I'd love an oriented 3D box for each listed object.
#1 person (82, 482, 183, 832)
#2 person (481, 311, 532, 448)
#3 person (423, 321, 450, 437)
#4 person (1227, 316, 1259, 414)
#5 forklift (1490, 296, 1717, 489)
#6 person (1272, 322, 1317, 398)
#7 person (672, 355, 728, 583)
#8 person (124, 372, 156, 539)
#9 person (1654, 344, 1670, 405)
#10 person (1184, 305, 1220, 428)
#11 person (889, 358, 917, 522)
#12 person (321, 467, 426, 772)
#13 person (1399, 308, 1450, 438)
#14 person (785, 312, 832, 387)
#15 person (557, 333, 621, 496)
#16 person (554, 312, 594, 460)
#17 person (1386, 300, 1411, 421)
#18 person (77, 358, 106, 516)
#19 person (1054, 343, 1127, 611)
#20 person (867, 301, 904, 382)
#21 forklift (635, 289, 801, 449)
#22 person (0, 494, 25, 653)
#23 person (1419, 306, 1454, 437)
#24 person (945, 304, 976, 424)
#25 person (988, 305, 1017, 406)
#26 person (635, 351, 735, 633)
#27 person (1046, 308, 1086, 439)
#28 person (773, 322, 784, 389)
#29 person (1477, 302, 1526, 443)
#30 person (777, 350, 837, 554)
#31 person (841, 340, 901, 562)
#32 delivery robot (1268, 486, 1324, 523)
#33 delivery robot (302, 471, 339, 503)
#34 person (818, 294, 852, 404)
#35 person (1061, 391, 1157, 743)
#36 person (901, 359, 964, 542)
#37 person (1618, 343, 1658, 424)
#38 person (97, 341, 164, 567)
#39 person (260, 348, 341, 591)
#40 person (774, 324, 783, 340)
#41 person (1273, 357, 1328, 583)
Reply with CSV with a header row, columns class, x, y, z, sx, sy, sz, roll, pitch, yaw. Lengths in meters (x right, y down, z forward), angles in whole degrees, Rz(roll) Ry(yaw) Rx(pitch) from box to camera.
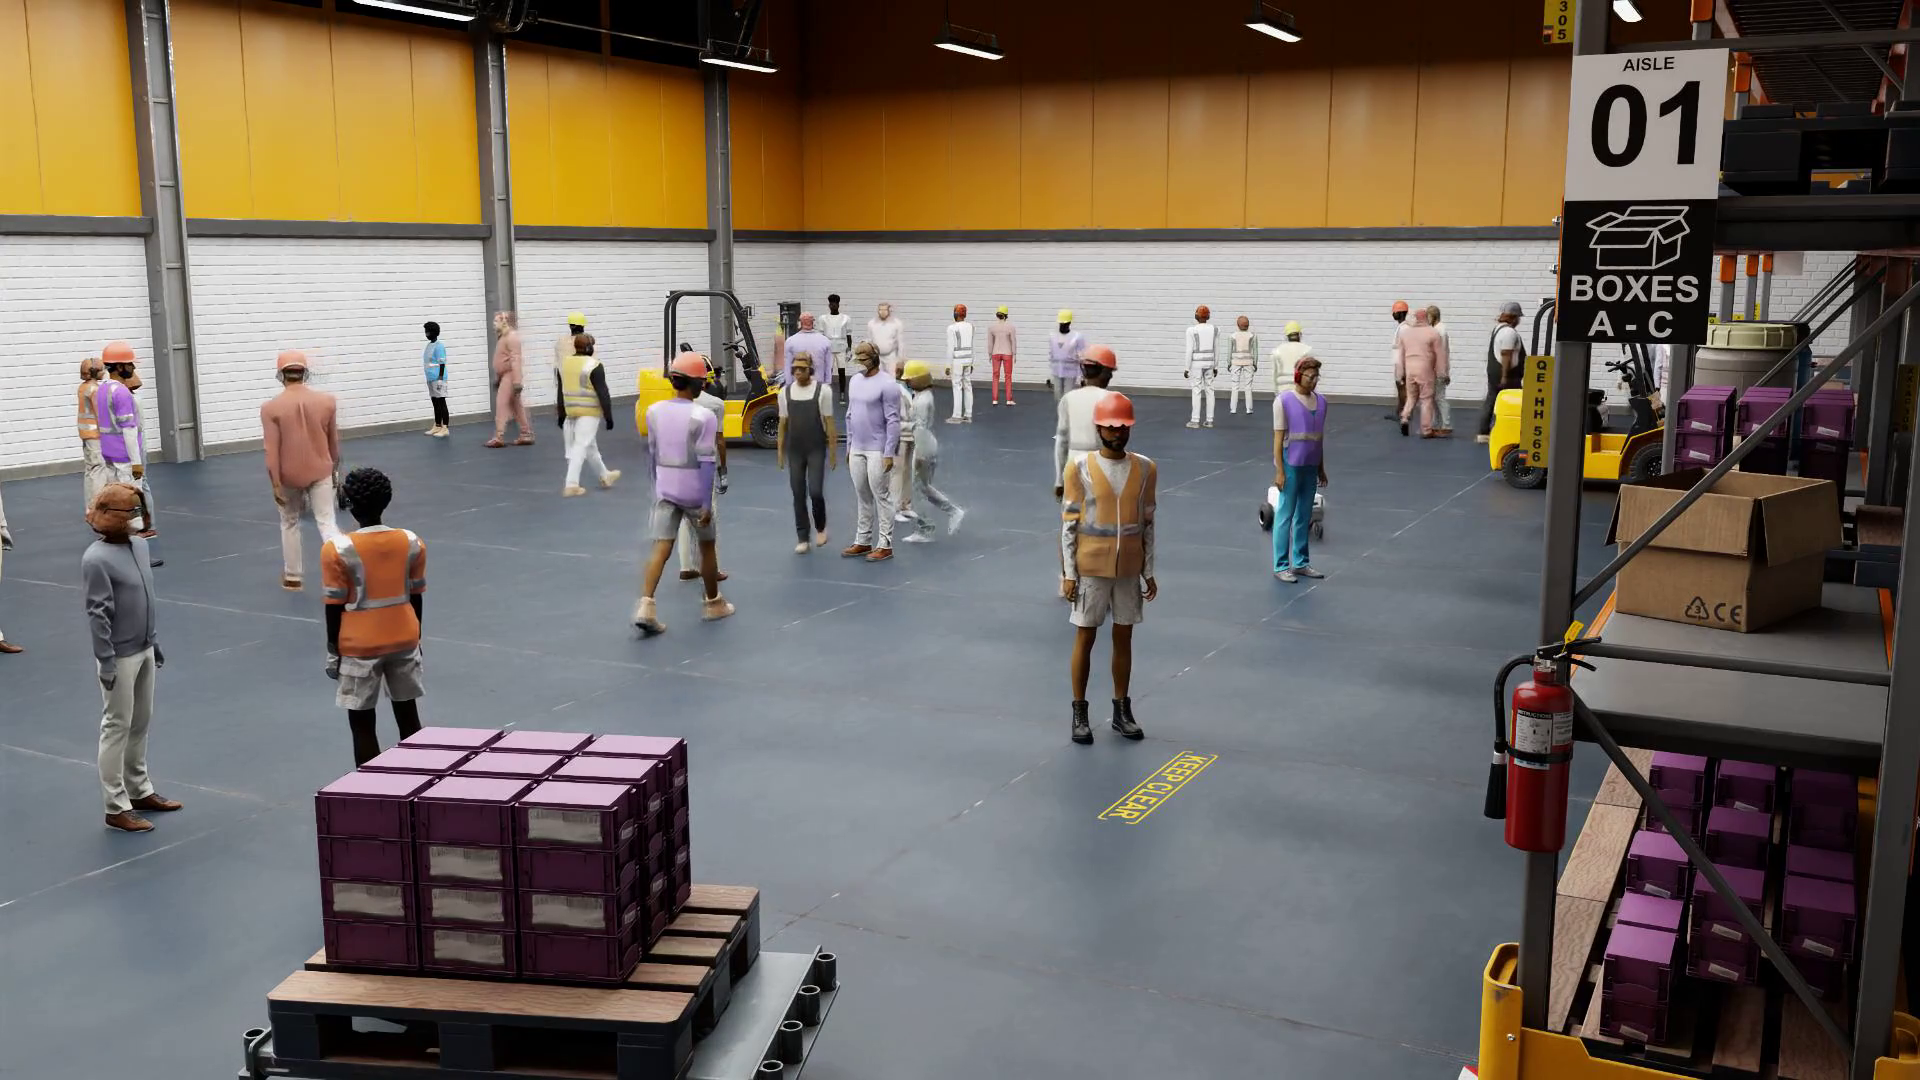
class,x,y,z,sx,sy,sz,roll,pitch,yaw
person,-3.897,0.537,7.802,0.266,1.631,0.509,0,10,0
person,-6.348,-2.214,23.029,0.850,1.871,0.671,-5,11,-25
person,-7.682,-2.355,24.364,0.319,1.695,0.532,-8,12,-38
person,4.716,-2.918,27.771,0.522,1.645,0.306,2,10,10
forklift,7.296,-1.677,18.993,2.313,2.155,1.214,5,11,27
person,4.409,-1.980,21.968,0.597,1.789,0.870,2,10,14
person,-2.123,-0.573,13.593,0.500,1.861,0.327,3,10,19
person,-7.795,-0.818,15.646,0.274,1.631,0.508,-7,12,-37
person,9.584,-2.053,22.187,0.624,1.847,0.429,3,10,15
person,3.720,-2.662,25.601,0.573,1.883,0.356,-4,10,-19
person,-0.555,-1.006,16.719,0.310,1.638,0.522,5,11,26
person,-2.751,0.499,7.863,0.321,1.689,0.530,8,12,37
person,6.721,-2.411,24.154,0.435,1.892,0.746,-8,13,-39
person,-2.026,-2.078,22.177,0.639,1.900,0.401,-3,10,-17
person,-4.135,-1.413,18.612,0.653,1.791,0.973,7,12,34
person,-4.967,-1.995,21.613,0.594,1.924,0.383,3,10,19
person,7.041,-2.871,26.660,0.377,1.934,0.551,2,10,10
person,-8.775,-1.031,16.886,0.312,1.633,0.519,-9,13,-42
person,1.010,-0.494,12.713,0.644,2.030,0.458,10,14,44
person,-1.268,-3.120,28.249,0.641,1.885,0.552,2,10,12
forklift,-3.358,-2.392,23.136,2.313,2.155,1.214,-1,10,-5
person,-6.456,-0.013,10.980,0.279,1.634,0.498,1,10,3
person,7.020,-2.472,24.390,0.481,1.906,0.674,1,10,7
person,0.004,-2.779,26.278,0.574,1.883,0.356,-9,13,-43
person,0.750,-3.251,29.345,0.523,1.769,0.314,3,10,17
person,-1.994,-0.340,11.840,0.629,2.005,1.017,4,11,24
person,1.533,-2.394,23.998,0.601,1.901,0.505,7,12,37
person,-2.644,-2.634,25.918,0.826,1.725,0.536,-6,12,-32
person,7.800,-2.370,23.453,0.974,2.000,0.701,0,10,-1
person,-1.377,-0.778,14.846,0.545,1.828,0.422,2,10,11
person,-0.780,-0.780,14.553,0.371,1.936,0.627,-9,14,-43
delivery robot,3.206,-0.368,15.886,0.477,0.478,0.707,-2,10,-9
delivery robot,-6.645,-0.592,17.185,0.477,0.478,0.707,-2,10,-12
person,-2.220,-3.386,29.548,0.612,1.962,0.364,0,10,2
person,0.830,0.151,9.153,0.542,1.939,0.361,-2,10,-13
person,-0.281,-0.825,15.456,0.535,1.712,0.520,0,10,1
person,9.722,-2.310,23.764,0.600,1.819,0.674,9,13,41
person,-7.124,-0.722,14.210,0.545,1.938,0.360,9,13,43
person,-5.104,-0.519,12.979,0.603,1.959,0.896,-7,12,-34
person,-2.675,-2.786,26.434,0.429,1.844,0.627,-9,13,-41
person,2.786,-0.583,13.677,0.563,1.843,0.390,-7,12,-36
